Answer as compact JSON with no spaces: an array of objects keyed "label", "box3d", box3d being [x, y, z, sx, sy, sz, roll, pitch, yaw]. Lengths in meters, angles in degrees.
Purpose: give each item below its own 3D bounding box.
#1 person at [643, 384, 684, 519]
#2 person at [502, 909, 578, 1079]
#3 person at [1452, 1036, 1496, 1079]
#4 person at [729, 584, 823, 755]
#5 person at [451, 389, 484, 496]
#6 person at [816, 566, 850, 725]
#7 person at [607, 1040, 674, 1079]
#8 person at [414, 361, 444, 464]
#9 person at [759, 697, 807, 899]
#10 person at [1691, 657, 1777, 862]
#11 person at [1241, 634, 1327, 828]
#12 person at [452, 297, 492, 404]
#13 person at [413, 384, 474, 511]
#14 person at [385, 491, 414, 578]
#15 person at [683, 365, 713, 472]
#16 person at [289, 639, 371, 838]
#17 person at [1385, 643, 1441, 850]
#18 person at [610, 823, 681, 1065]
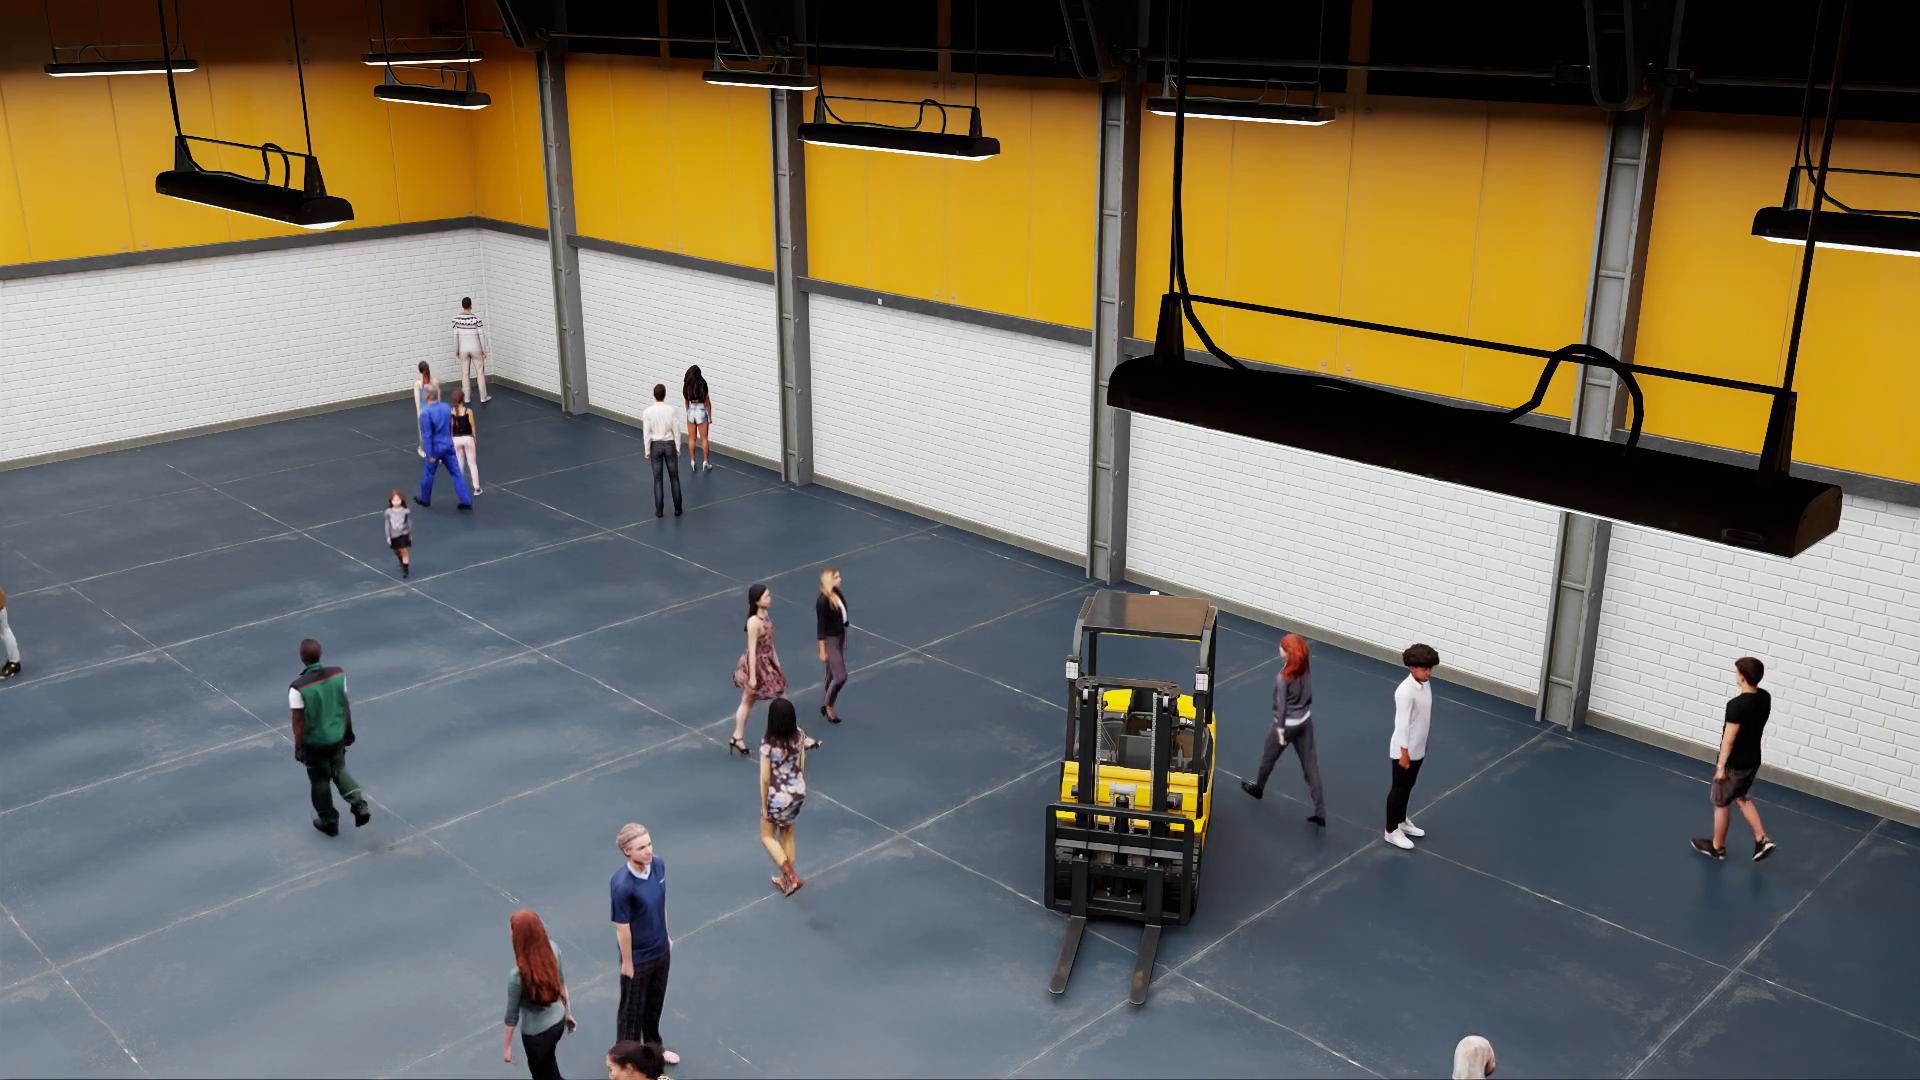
[{"label":"person","box3d":[-4.095,-1.238,22.971,0.733,1.870,0.741,-4,19,-11]},{"label":"person","box3d":[-2.518,3.098,10.327,0.872,1.722,0.751,10,21,27]},{"label":"person","box3d":[2.754,3.477,9.071,0.749,1.806,0.718,2,19,5]},{"label":"person","box3d":[-1.974,1.265,15.758,1.179,1.729,1.075,1,19,3]},{"label":"person","box3d":[-7.152,-1.409,23.958,0.620,1.563,0.653,-3,19,-10]},{"label":"person","box3d":[-1.351,1.046,16.511,0.710,1.664,0.702,6,20,17]},{"label":"person","box3d":[-1.661,3.506,9.290,0.701,1.610,0.865,2,19,5]},{"label":"person","box3d":[-8.096,-1.924,25.475,0.715,1.571,1.072,-12,22,-31]},{"label":"person","box3d":[-1.371,2.097,13.301,0.651,1.722,0.798,-14,23,-35]},{"label":"person","box3d":[6.544,1.858,13.806,0.824,1.852,0.997,-11,22,-30]},{"label":"person","box3d":[2.968,1.692,14.508,0.774,1.719,1.265,-12,22,-31]},{"label":"person","box3d":[-8.608,-3.340,29.230,0.779,1.859,0.821,-1,19,-2]},{"label":"person","box3d":[-7.145,-1.236,23.111,1.257,1.777,0.897,12,22,32]},{"label":"person","box3d":[-7.017,-0.099,20.813,0.689,1.089,0.815,-4,19,-13]},{"label":"person","box3d":[-3.969,-1.845,25.155,0.640,1.626,0.720,4,19,11]},{"label":"person","box3d":[-5.395,1.730,14.226,0.929,1.826,0.769,12,22,32]},{"label":"person","box3d":[3.847,1.732,14.248,0.589,1.808,0.650,14,23,36]},{"label":"person","box3d":[-2.134,2.742,11.151,0.644,1.871,0.719,10,21,28]}]
